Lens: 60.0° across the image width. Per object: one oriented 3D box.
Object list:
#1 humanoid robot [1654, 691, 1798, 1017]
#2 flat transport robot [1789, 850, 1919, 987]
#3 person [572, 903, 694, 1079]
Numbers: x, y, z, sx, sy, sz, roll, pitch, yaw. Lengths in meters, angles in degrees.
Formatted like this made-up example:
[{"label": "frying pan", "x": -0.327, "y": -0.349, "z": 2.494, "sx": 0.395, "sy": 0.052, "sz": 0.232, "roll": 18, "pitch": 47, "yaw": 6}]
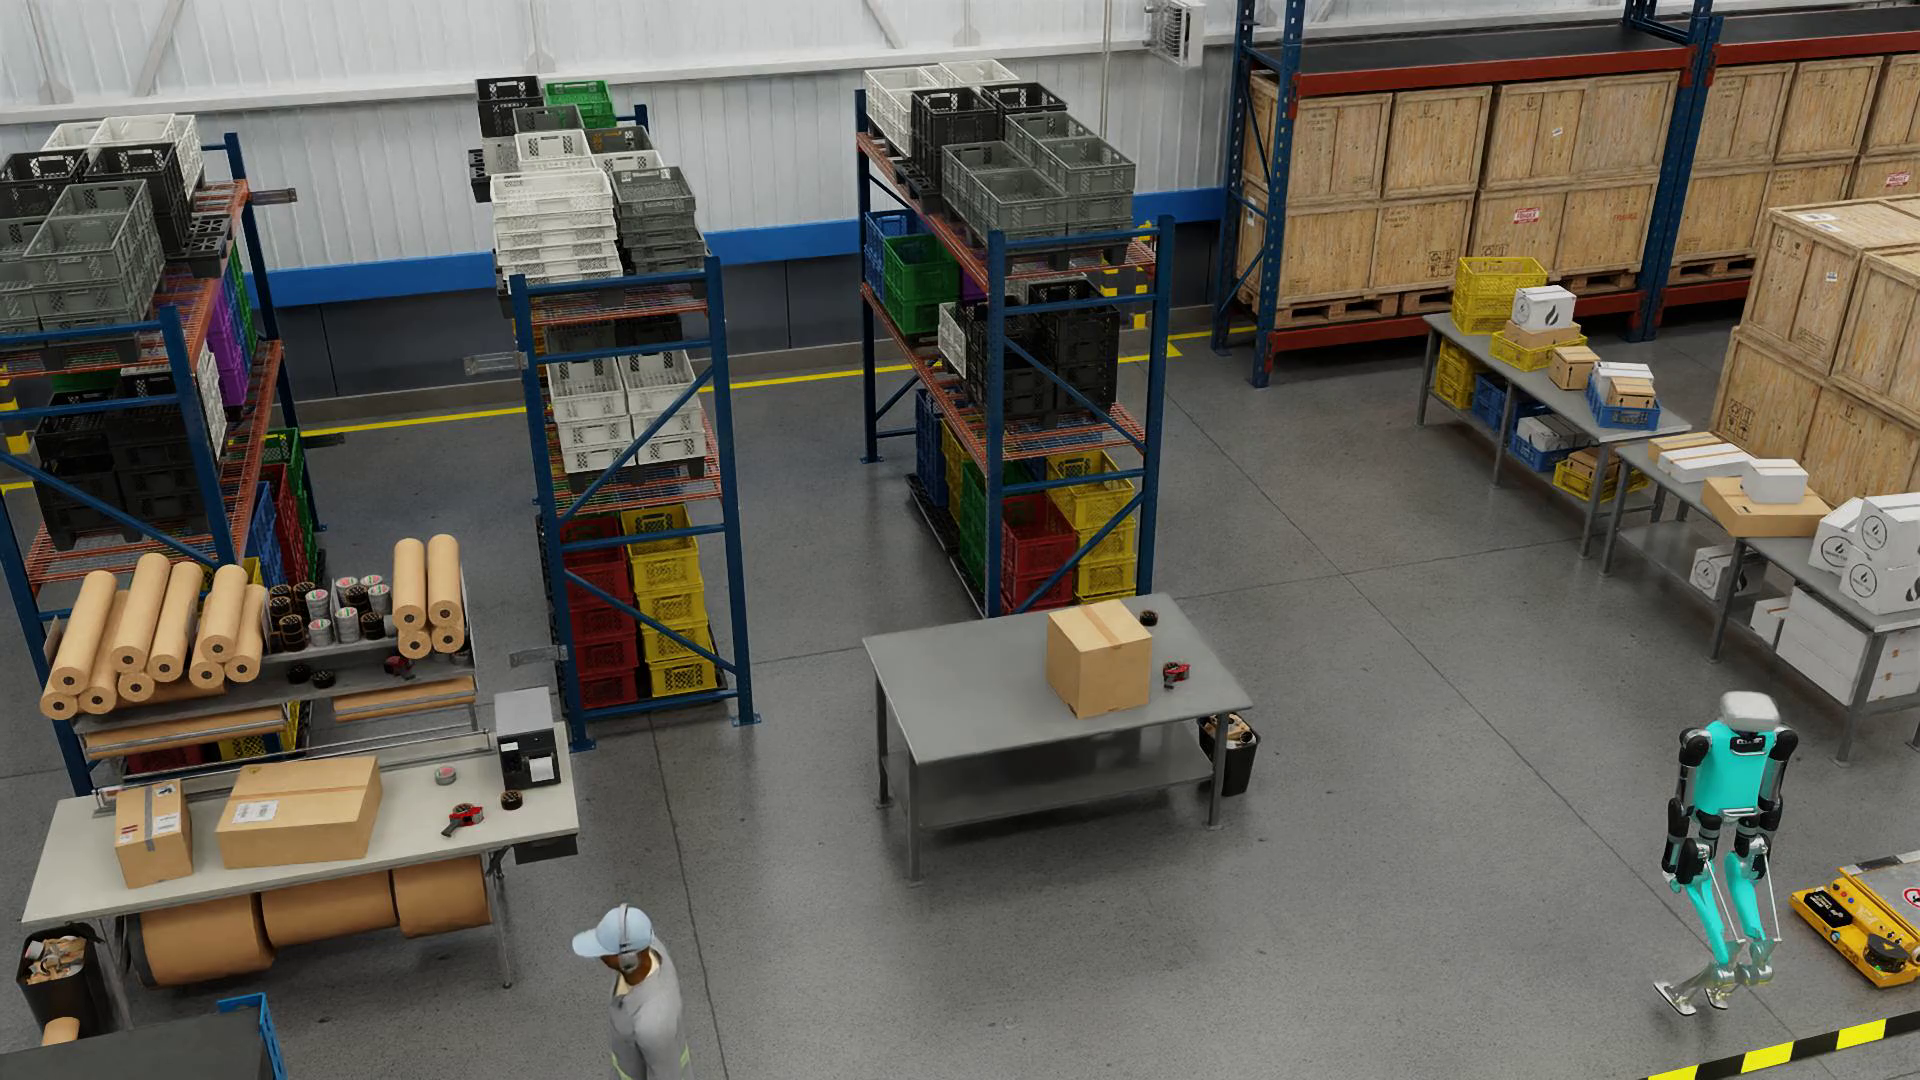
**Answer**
[{"label": "humanoid robot", "x": 3.584, "y": 1.553, "z": 7.672, "sx": 0.533, "sy": 1.677, "sz": 0.735, "roll": -2, "pitch": 29, "yaw": -4}, {"label": "flat transport robot", "x": 5.163, "y": 1.916, "z": 8.676, "sx": 1.431, "sy": 0.231, "sz": 0.659, "roll": -8, "pitch": 30, "yaw": -14}, {"label": "person", "x": -1.244, "y": 2.172, "z": 6.566, "sx": 0.386, "sy": 1.850, "sz": 0.599, "roll": -9, "pitch": 30, "yaw": -15}]
